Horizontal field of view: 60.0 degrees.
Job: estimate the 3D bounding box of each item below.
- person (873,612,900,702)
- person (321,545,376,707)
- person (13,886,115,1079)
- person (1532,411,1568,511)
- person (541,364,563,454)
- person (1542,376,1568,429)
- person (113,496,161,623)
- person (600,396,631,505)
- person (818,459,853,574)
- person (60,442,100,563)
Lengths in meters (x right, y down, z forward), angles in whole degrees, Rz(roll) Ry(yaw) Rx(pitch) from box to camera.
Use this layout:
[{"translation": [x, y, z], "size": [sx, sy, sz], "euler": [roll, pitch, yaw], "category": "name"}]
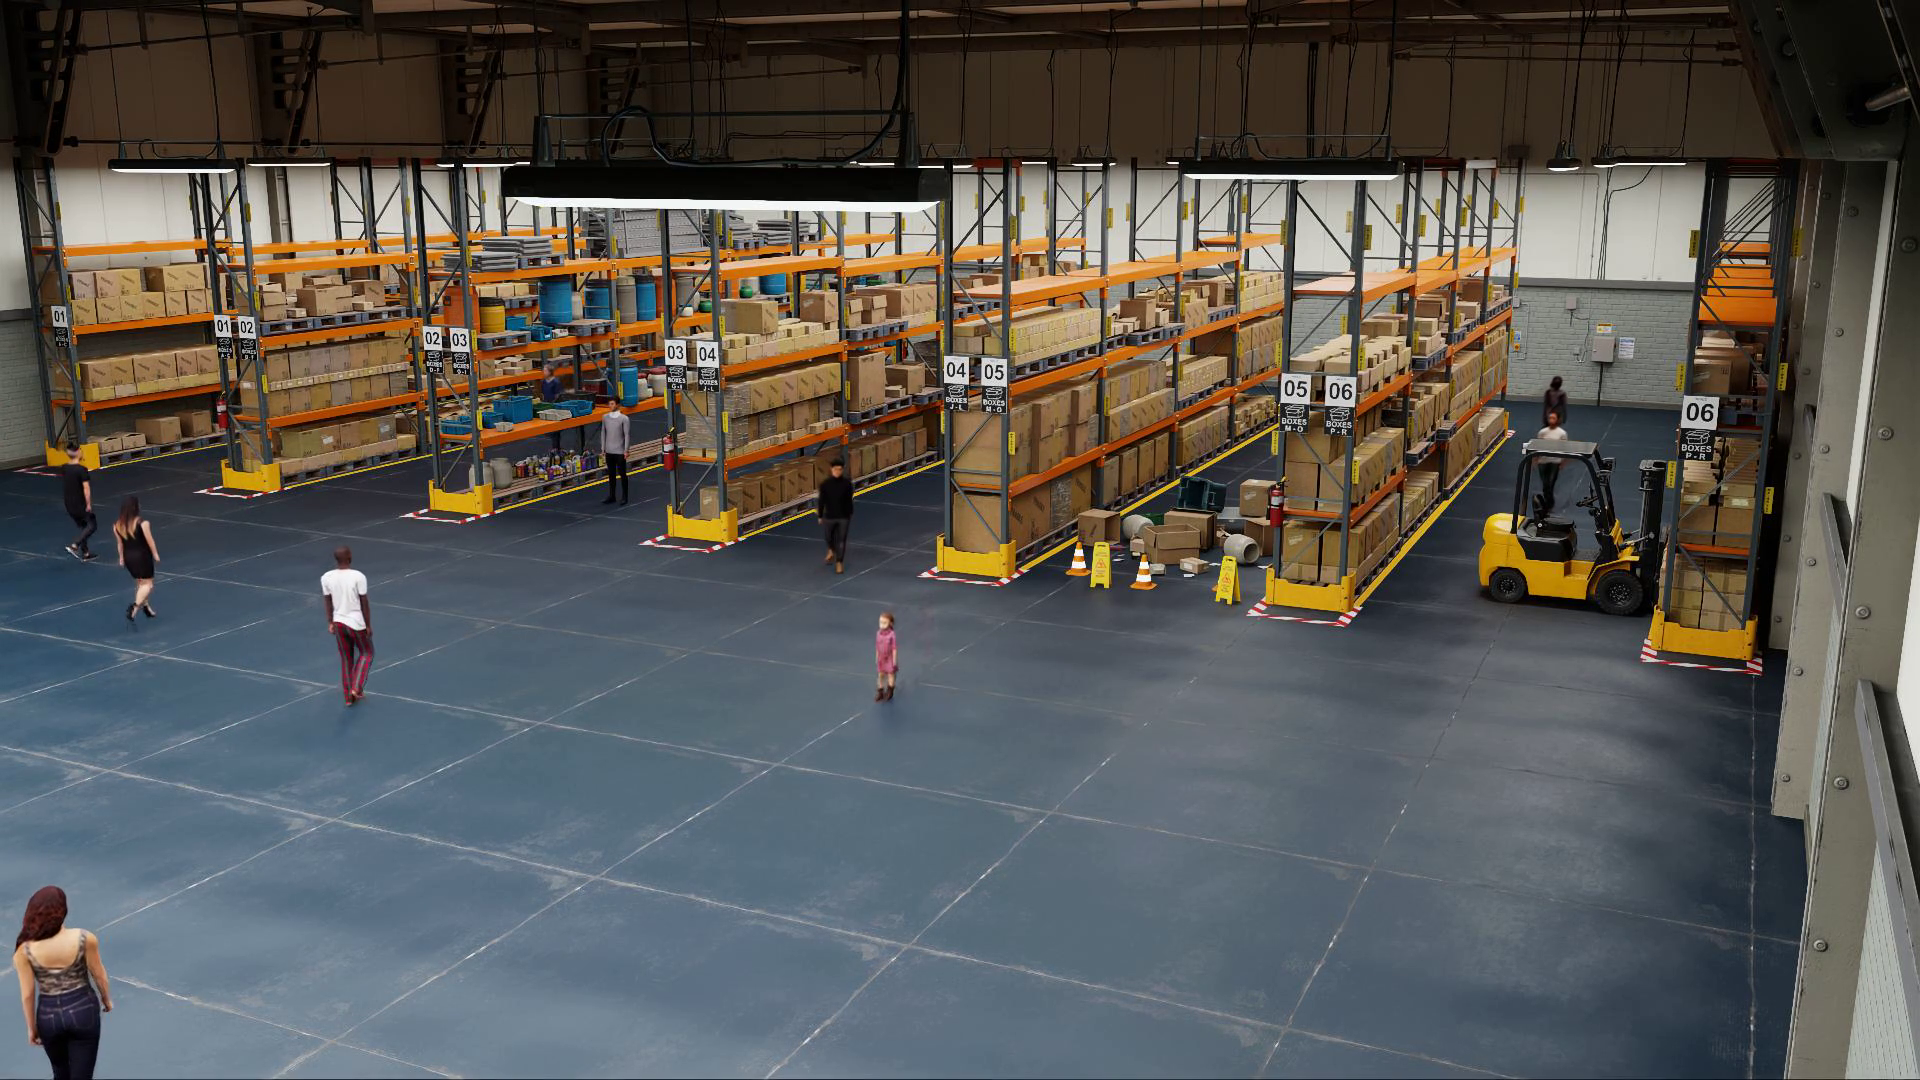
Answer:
[{"translation": [-0.804, 1.307, 18.869], "size": [0.444, 1.015, 0.568], "euler": [5, 14, 22], "category": "person"}, {"translation": [-6.827, 0.977, 18.504], "size": [0.796, 1.823, 0.803], "euler": [1, 13, 3], "category": "person"}, {"translation": [-5.385, 2.983, 10.053], "size": [1.091, 1.727, 1.119], "euler": [-5, 14, -22], "category": "person"}, {"translation": [10.141, -1.312, 28.525], "size": [0.803, 1.763, 1.202], "euler": [9, 16, 34], "category": "person"}, {"translation": [-8.358, -2.697, 34.300], "size": [0.651, 1.856, 0.680], "euler": [7, 15, 26], "category": "person"}, {"translation": [11.959, -2.432, 33.541], "size": [0.664, 1.680, 1.072], "euler": [7, 15, 29], "category": "person"}, {"translation": [-10.759, 0.293, 21.748], "size": [0.790, 1.692, 1.027], "euler": [2, 13, 10], "category": "person"}, {"translation": [-6.078, -1.601, 29.417], "size": [0.727, 1.923, 0.612], "euler": [6, 14, 23], "category": "person"}, {"translation": [-1.829, -0.386, 24.691], "size": [0.952, 1.688, 1.158], "euler": [1, 13, 3], "category": "person"}, {"translation": [-13.351, -0.557, 25.063], "size": [0.699, 1.852, 0.830], "euler": [5, 14, 21], "category": "person"}]
